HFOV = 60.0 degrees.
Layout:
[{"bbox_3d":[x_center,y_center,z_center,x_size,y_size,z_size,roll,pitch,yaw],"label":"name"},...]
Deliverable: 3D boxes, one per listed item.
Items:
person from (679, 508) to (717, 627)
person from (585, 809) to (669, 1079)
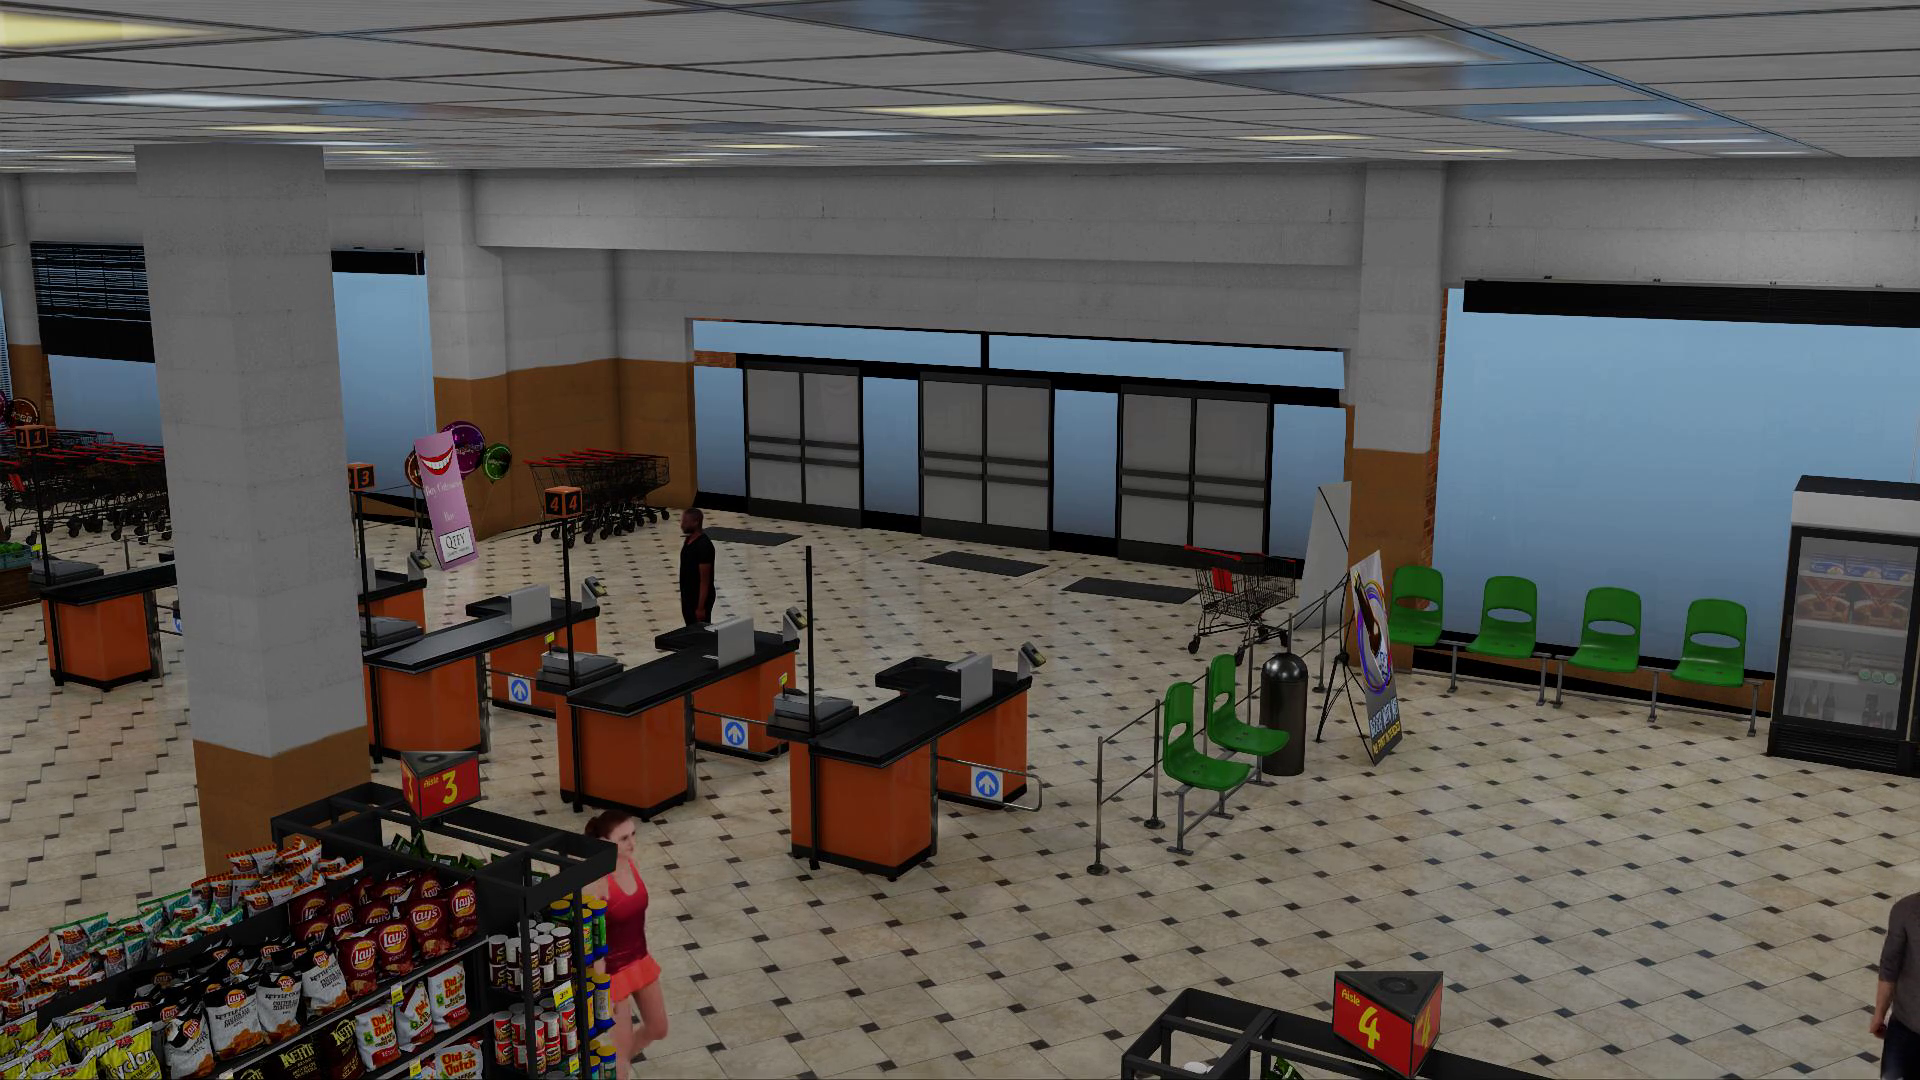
[{"bbox_3d":[-2.485,0.580,15.777,0.752,1.820,0.750,-6,13,-28],"label":"person"},{"bbox_3d":[-1.779,2.174,8.410,0.603,1.737,0.617,7,14,29],"label":"person"}]
